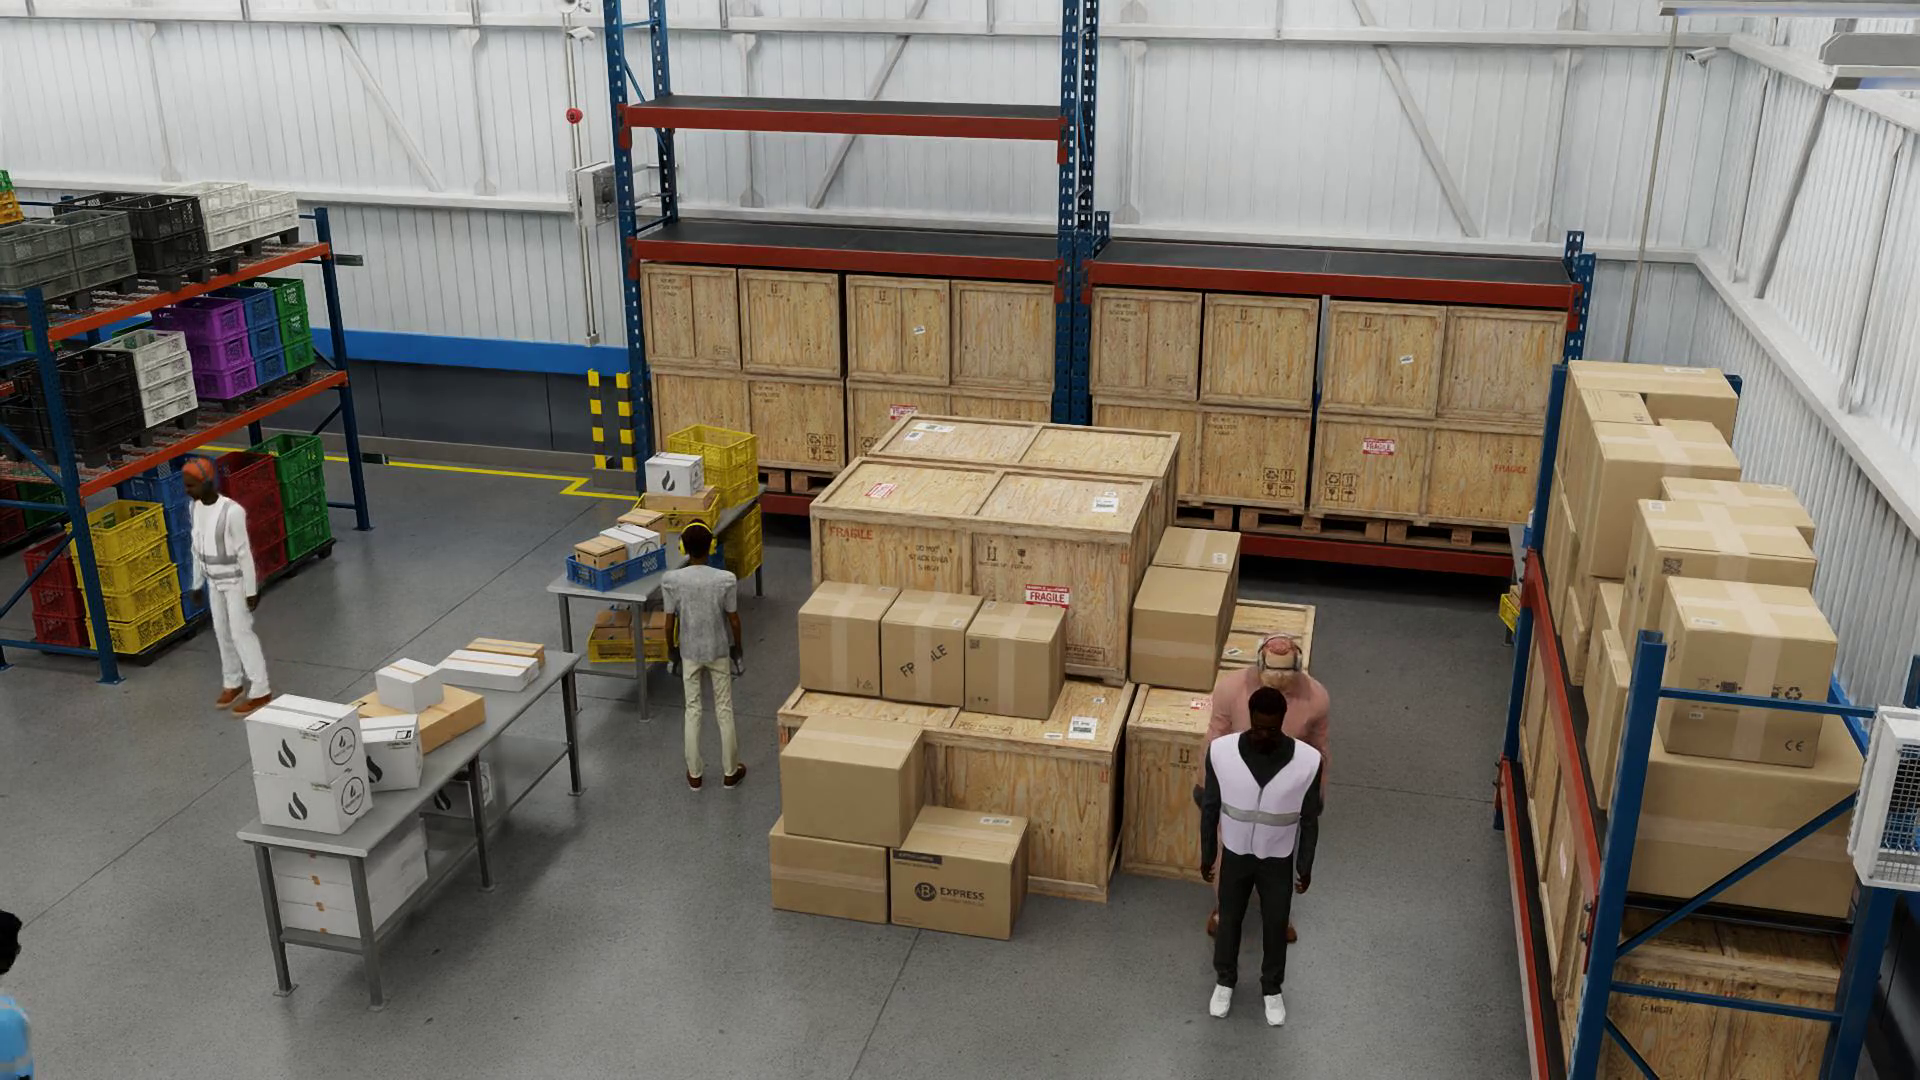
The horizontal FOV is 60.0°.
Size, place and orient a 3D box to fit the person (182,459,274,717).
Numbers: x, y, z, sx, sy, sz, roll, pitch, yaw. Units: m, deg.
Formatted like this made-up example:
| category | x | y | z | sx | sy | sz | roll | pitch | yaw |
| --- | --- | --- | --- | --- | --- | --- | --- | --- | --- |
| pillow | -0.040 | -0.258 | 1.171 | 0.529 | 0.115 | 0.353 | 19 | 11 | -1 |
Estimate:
| category | x | y | z | sx | sy | sz | roll | pitch | yaw |
| --- | --- | --- | --- | --- | --- | --- | --- | --- | --- |
| person | -5.269 | 0.321 | 11.940 | 0.588 | 1.873 | 0.408 | 15 | 25 | 33 |

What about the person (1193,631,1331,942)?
| category | x | y | z | sx | sy | sz | roll | pitch | yaw |
| --- | --- | --- | --- | --- | --- | --- | --- | --- | --- |
| person | 1.665 | 1.360 | 9.200 | 0.731 | 1.895 | 0.396 | 2 | 21 | 6 |

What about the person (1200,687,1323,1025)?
| category | x | y | z | sx | sy | sz | roll | pitch | yaw |
| --- | --- | --- | --- | --- | --- | --- | --- | --- | --- |
| person | 1.528 | 1.600 | 8.551 | 0.591 | 1.911 | 0.389 | 4 | 21 | 11 |

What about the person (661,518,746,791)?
| category | x | y | z | sx | sy | sz | roll | pitch | yaw |
| --- | --- | --- | --- | --- | --- | --- | --- | --- | --- |
| person | -1.658 | 0.747 | 10.823 | 0.515 | 1.876 | 0.328 | -1 | 21 | -2 |

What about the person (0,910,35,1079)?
| category | x | y | z | sx | sy | sz | roll | pitch | yaw |
| --- | --- | --- | --- | --- | --- | --- | --- | --- | --- |
| person | -4.008 | 2.338 | 6.946 | 0.608 | 1.656 | 0.487 | 16 | 26 | 36 |
